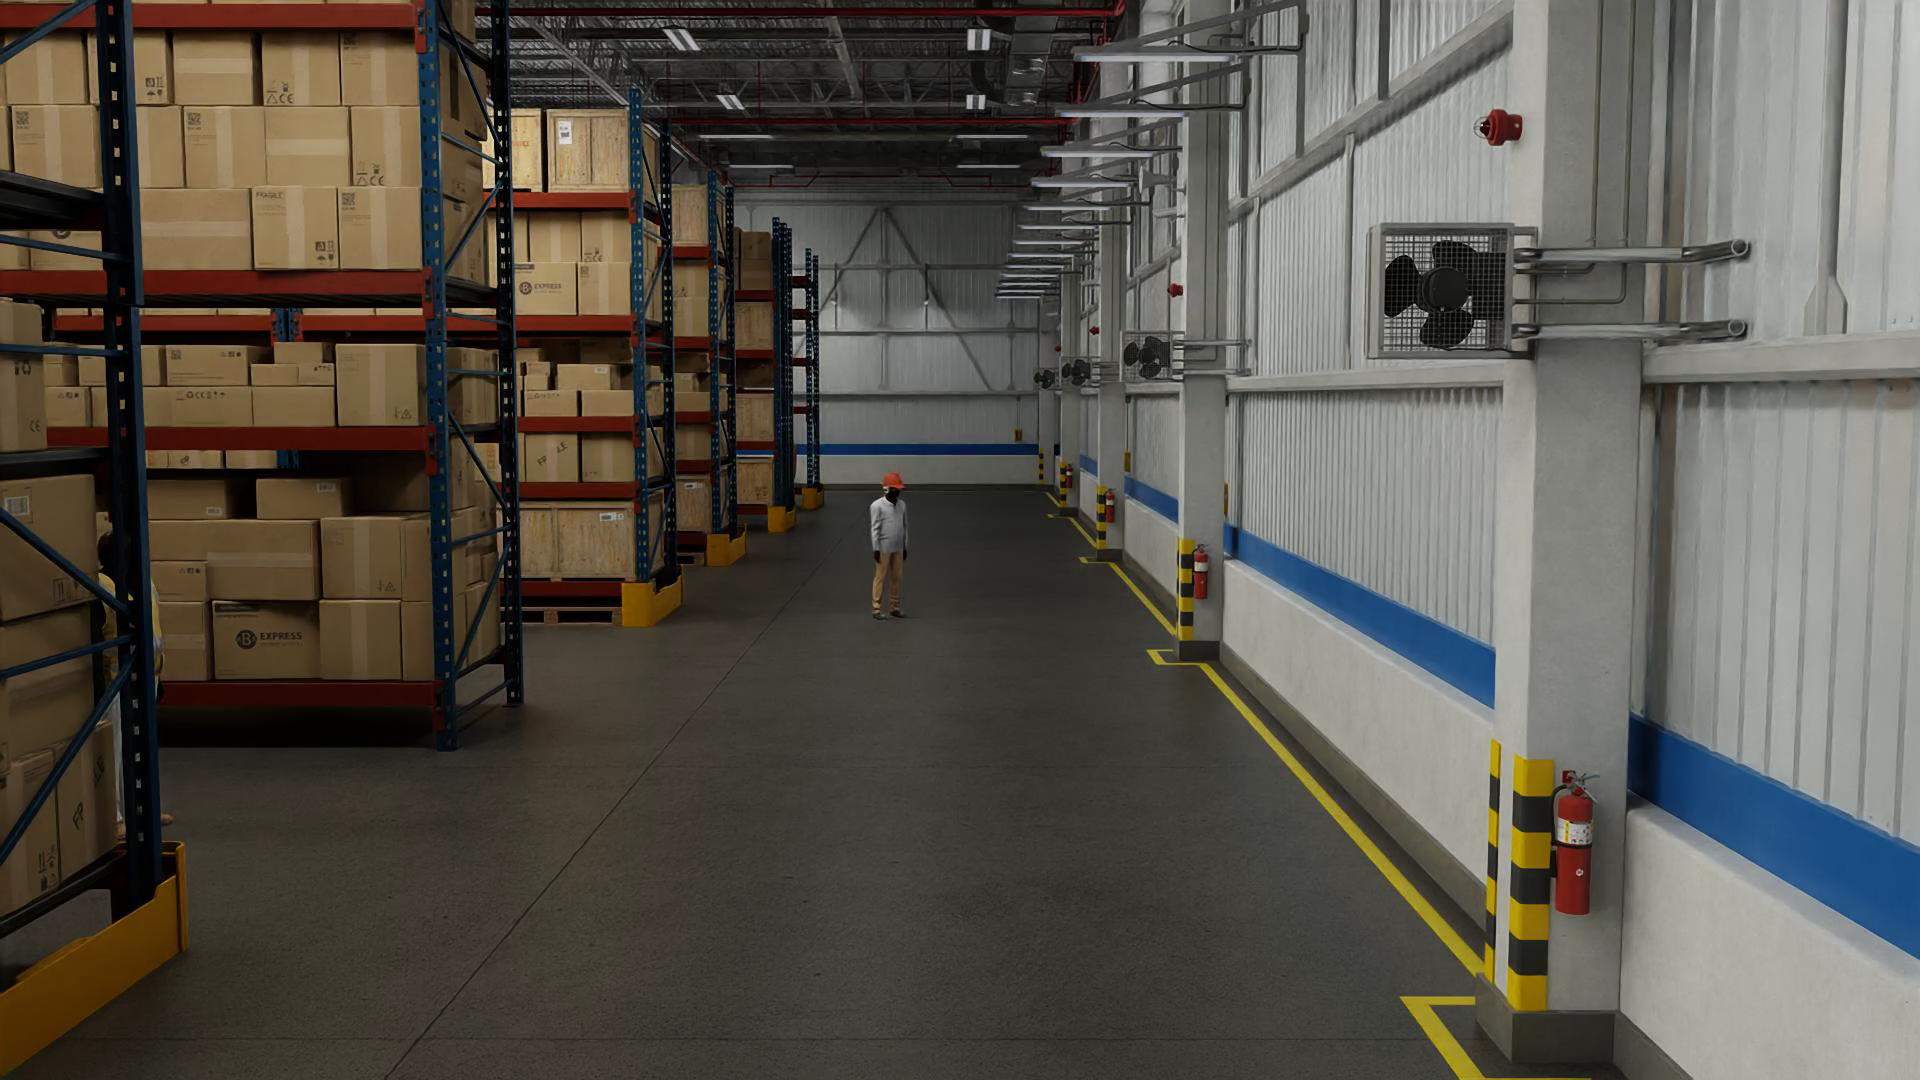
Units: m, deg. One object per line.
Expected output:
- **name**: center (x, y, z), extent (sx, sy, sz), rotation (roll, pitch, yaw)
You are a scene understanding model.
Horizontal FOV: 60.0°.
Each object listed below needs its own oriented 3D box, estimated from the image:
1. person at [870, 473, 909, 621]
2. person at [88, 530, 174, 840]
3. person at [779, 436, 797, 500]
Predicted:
- **person**: center (-0.808, 0.076, 19.589), extent (0.566, 1.742, 0.351), rotation (-5, 7, -44)
- **person**: center (-5.000, 0.851, 9.972), extent (0.429, 1.846, 0.625), rotation (1, 5, 9)
- **person**: center (-3.943, -1.522, 37.264), extent (0.402, 1.906, 0.652), rotation (4, 6, 38)
